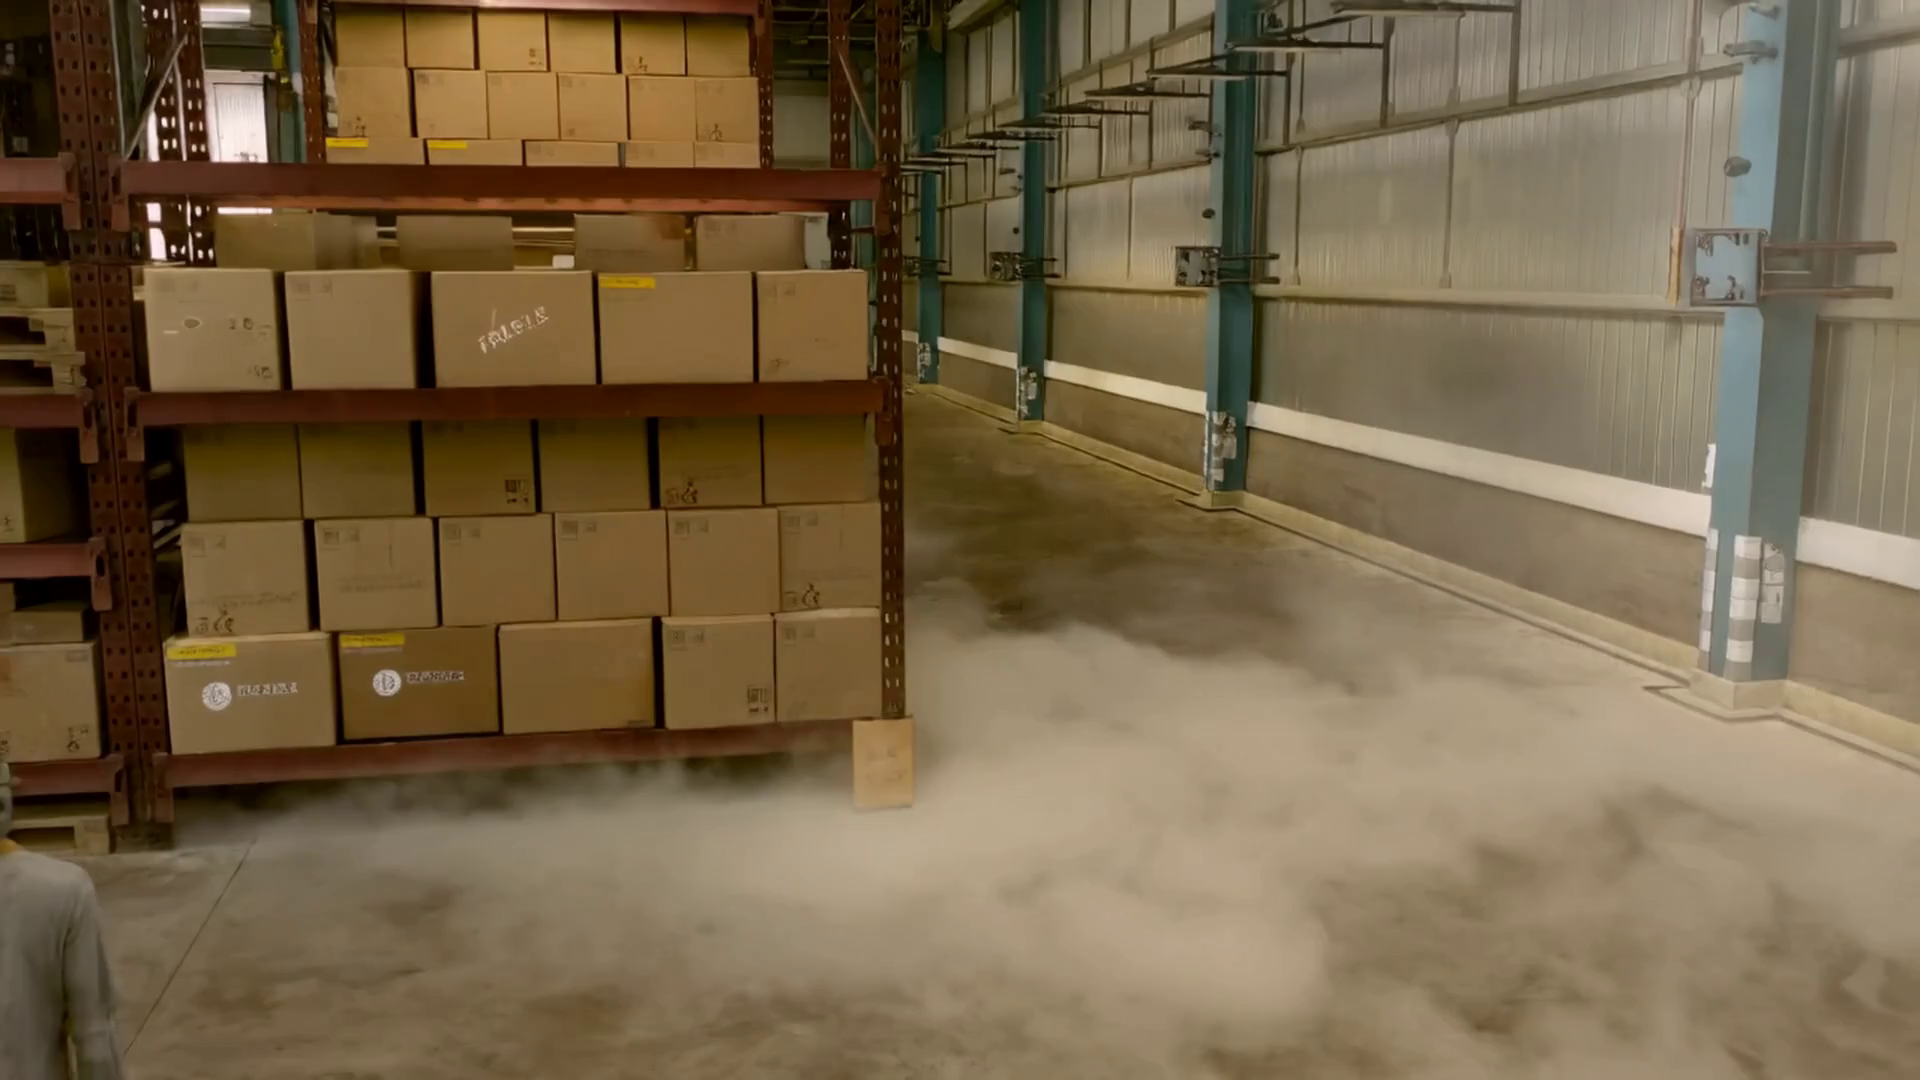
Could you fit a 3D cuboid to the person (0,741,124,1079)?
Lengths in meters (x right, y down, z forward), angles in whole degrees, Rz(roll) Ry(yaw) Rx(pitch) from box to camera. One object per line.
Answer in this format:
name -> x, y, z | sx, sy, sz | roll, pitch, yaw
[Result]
person -> -2.412, 1.415, 4.156 | 0.640, 1.904, 0.401 | -2, 9, -10
